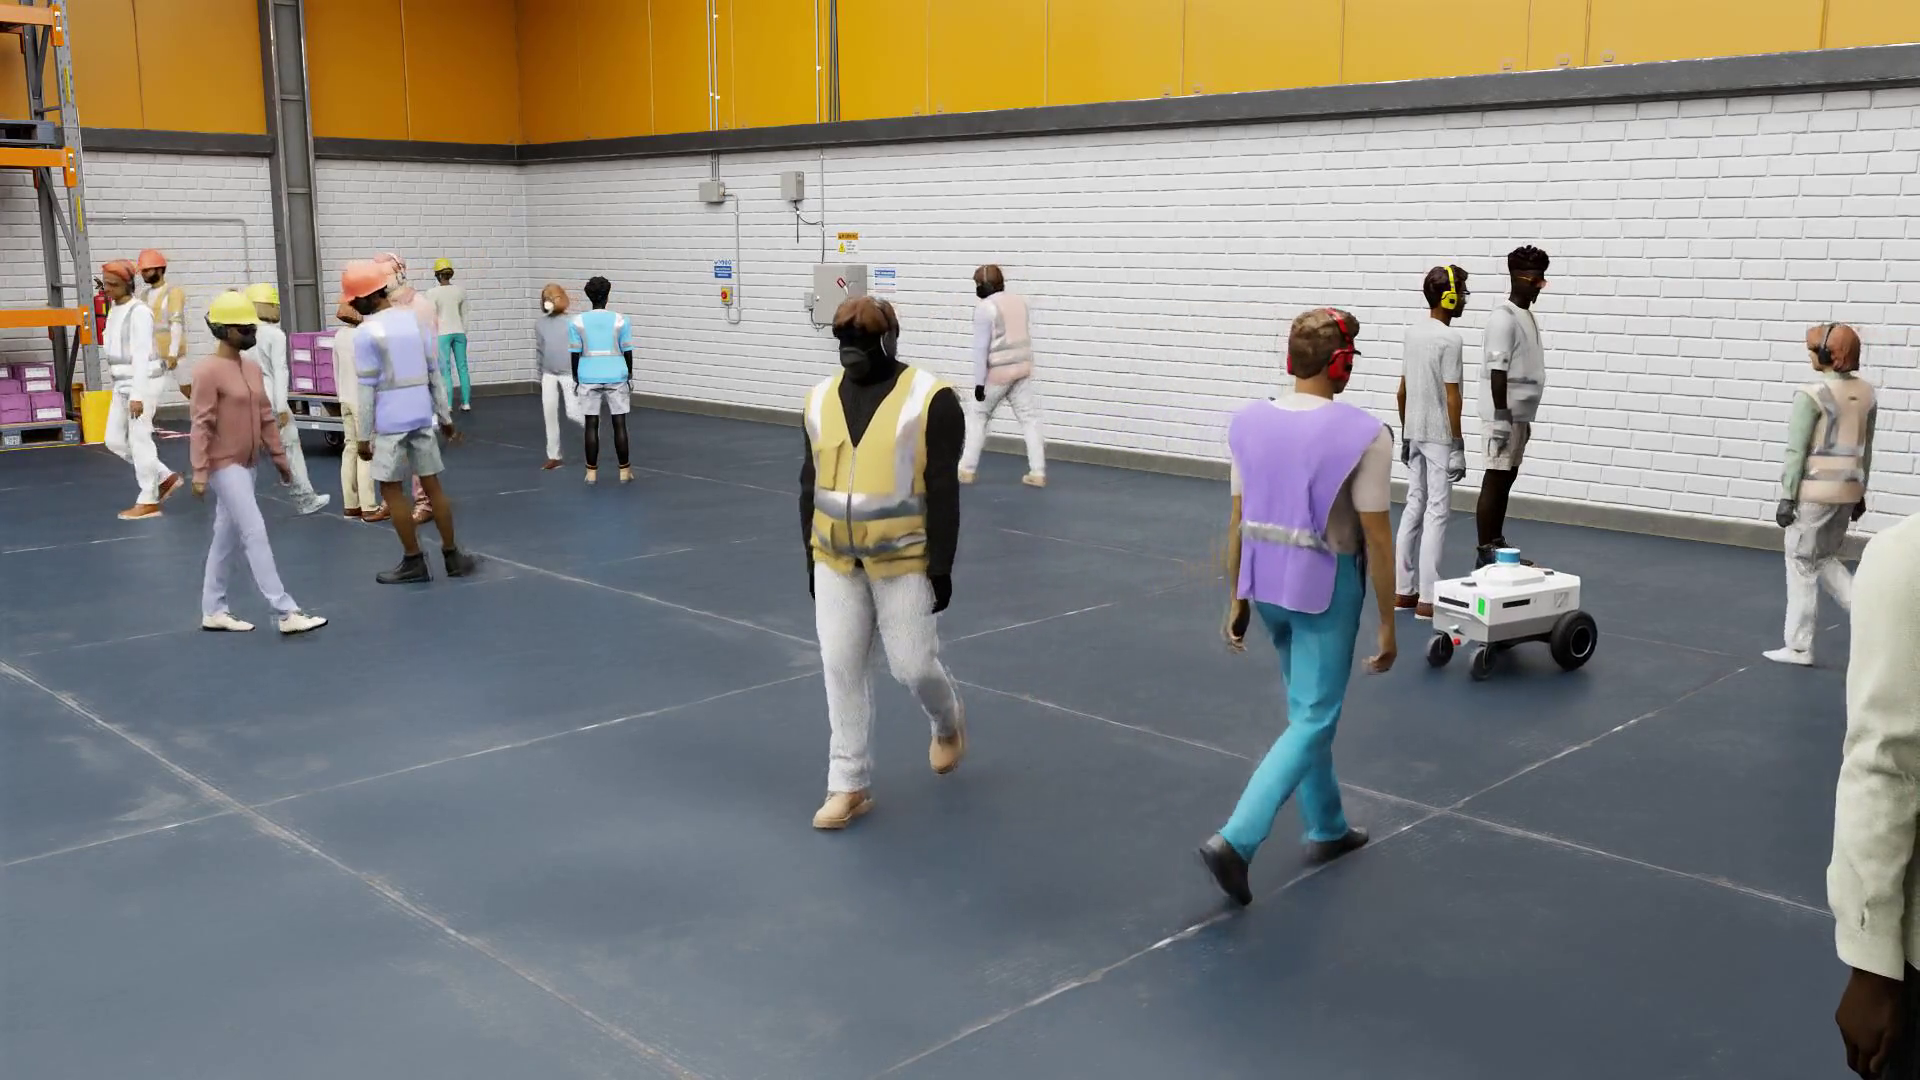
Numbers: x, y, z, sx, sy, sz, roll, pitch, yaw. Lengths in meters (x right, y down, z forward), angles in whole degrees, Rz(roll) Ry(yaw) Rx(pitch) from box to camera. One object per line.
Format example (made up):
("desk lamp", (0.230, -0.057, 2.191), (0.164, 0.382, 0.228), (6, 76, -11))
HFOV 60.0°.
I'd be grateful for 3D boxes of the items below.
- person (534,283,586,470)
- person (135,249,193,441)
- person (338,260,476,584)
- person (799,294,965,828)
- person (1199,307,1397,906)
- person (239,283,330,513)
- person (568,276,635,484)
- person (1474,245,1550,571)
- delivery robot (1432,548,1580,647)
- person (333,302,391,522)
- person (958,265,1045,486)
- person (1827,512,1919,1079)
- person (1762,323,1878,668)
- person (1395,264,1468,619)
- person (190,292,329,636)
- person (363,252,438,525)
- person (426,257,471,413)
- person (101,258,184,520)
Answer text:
("person", (-3.454, -1.435, 14.534), (0.508, 1.611, 0.586), (3, 11, 16))
("person", (-7.555, -1.820, 15.893), (0.558, 1.899, 0.977), (4, 11, 23))
("person", (-3.216, -0.688, 9.727), (0.454, 1.884, 0.734), (6, 12, 29))
("person", (-0.269, 0.056, 5.823), (0.634, 1.826, 0.712), (4, 11, 23))
("person", (1.043, 0.194, 5.118), (0.879, 1.815, 0.577), (-9, 14, -40))
("person", (-4.920, -0.968, 11.780), (0.486, 1.682, 0.932), (3, 11, 17))
("person", (-2.911, -1.294, 13.550), (0.531, 1.692, 0.320), (-2, 11, -10))
("person", (3.270, -0.754, 9.870), (0.373, 1.962, 0.607), (7, 12, 32))
("delivery robot", (2.563, 0.283, 7.802), (0.707, 0.478, 0.477), (-6, 12, -30))
("person", (-4.254, -0.949, 11.830), (0.507, 1.631, 0.275), (9, 14, 41))
("person", (0.301, -1.320, 13.484), (0.650, 1.779, 0.828), (-10, 14, -43))
("person", (1.562, 0.595, 2.430), (0.609, 1.993, 0.382), (-2, 11, -9))
("person", (4.054, -0.190, 7.716), (0.525, 1.624, 0.436), (-6, 12, -29))
("person", (2.518, -0.514, 8.822), (0.312, 1.867, 0.538), (-3, 11, -17))
("person", (-3.525, -0.368, 8.362), (0.824, 1.729, 0.552), (1, 10, 5))
("person", (-3.951, -1.052, 11.658), (0.639, 1.905, 0.407), (5, 12, 27))
("person", (-5.853, -2.332, 19.008), (0.322, 1.769, 0.523), (9, 14, 41))
("person", (-5.862, -1.064, 11.843), (0.580, 1.862, 0.460), (9, 14, 40))
